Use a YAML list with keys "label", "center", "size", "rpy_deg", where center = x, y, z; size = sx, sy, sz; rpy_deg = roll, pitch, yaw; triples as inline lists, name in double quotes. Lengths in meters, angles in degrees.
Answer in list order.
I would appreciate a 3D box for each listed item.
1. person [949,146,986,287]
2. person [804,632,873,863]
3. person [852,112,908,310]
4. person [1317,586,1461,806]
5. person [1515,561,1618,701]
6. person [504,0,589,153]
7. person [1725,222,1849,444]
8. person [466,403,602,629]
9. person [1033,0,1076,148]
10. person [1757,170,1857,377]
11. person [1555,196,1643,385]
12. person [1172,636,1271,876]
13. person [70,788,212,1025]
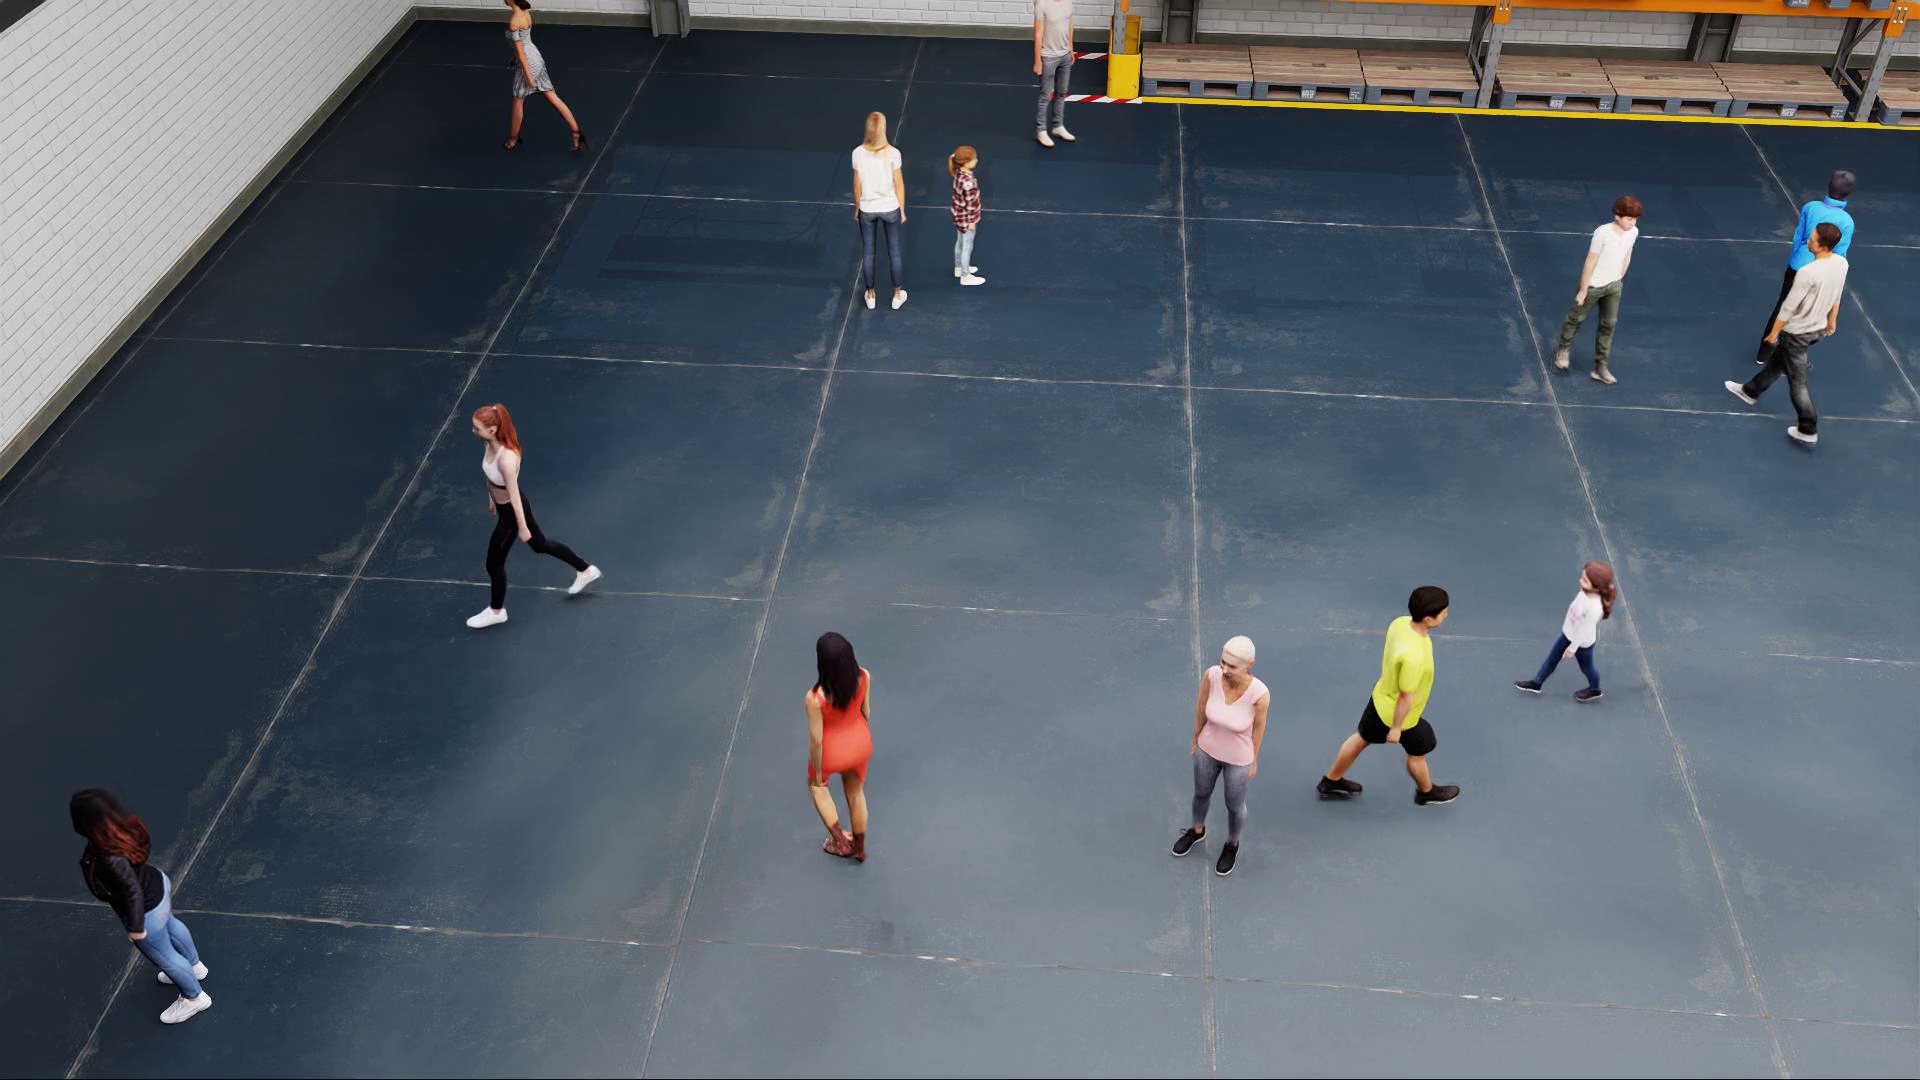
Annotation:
- label: "person"
  center: [0.044, -2.913, 14.852]
  size: [0.605, 1.305, 0.591]
  rpy_deg: [-9, 40, -11]
- label: "person"
  center: [-0.620, 1.236, 9.335]
  size: [0.686, 1.706, 0.765]
  rpy_deg: [-21, 43, -24]
- label: "person"
  center: [-0.692, -2.824, 14.339]
  size: [0.435, 1.806, 0.661]
  rpy_deg: [2, 39, 3]
- label: "person"
  center: [2.483, 0.953, 9.724]
  size: [1.101, 1.664, 0.725]
  rpy_deg: [-1, 39, -1]
- label: "person"
  center: [4.012, 0.611, 10.613]
  size: [0.792, 1.089, 0.497]
  rpy_deg: [0, 39, 0]
- label: "person"
  center: [-4.201, -4.683, 16.699]
  size: [1.163, 1.766, 0.693]
  rpy_deg: [7, 39, 9]
- label: "person"
  center: [6.550, -1.555, 12.793]
  size: [1.224, 1.753, 1.163]
  rpy_deg: [-17, 41, -20]
- label: "person"
  center: [-2.897, -0.191, 11.126]
  size: [1.260, 1.701, 1.021]
  rpy_deg: [-16, 41, -19]
- label: "person"
  center: [0.947, -4.957, 16.948]
  size: [0.746, 1.883, 0.805]
  rpy_deg: [-28, 47, -31]
- label: "person"
  center: [6.914, -2.177, 13.534]
  size: [0.736, 1.800, 0.698]
  rpy_deg: [-22, 44, -25]
- label: "person"
  center: [5.196, -2.109, 13.582]
  size: [0.897, 1.633, 0.815]
  rpy_deg: [-5, 39, -7]
- label: "person"
  center: [1.506, 1.186, 9.383]
  size: [0.577, 1.724, 0.690]
  rpy_deg: [22, 43, 25]
- label: "person"
  center: [-4.241, 1.863, 8.609]
  size: [0.714, 1.633, 0.731]
  rpy_deg: [-13, 40, -16]
